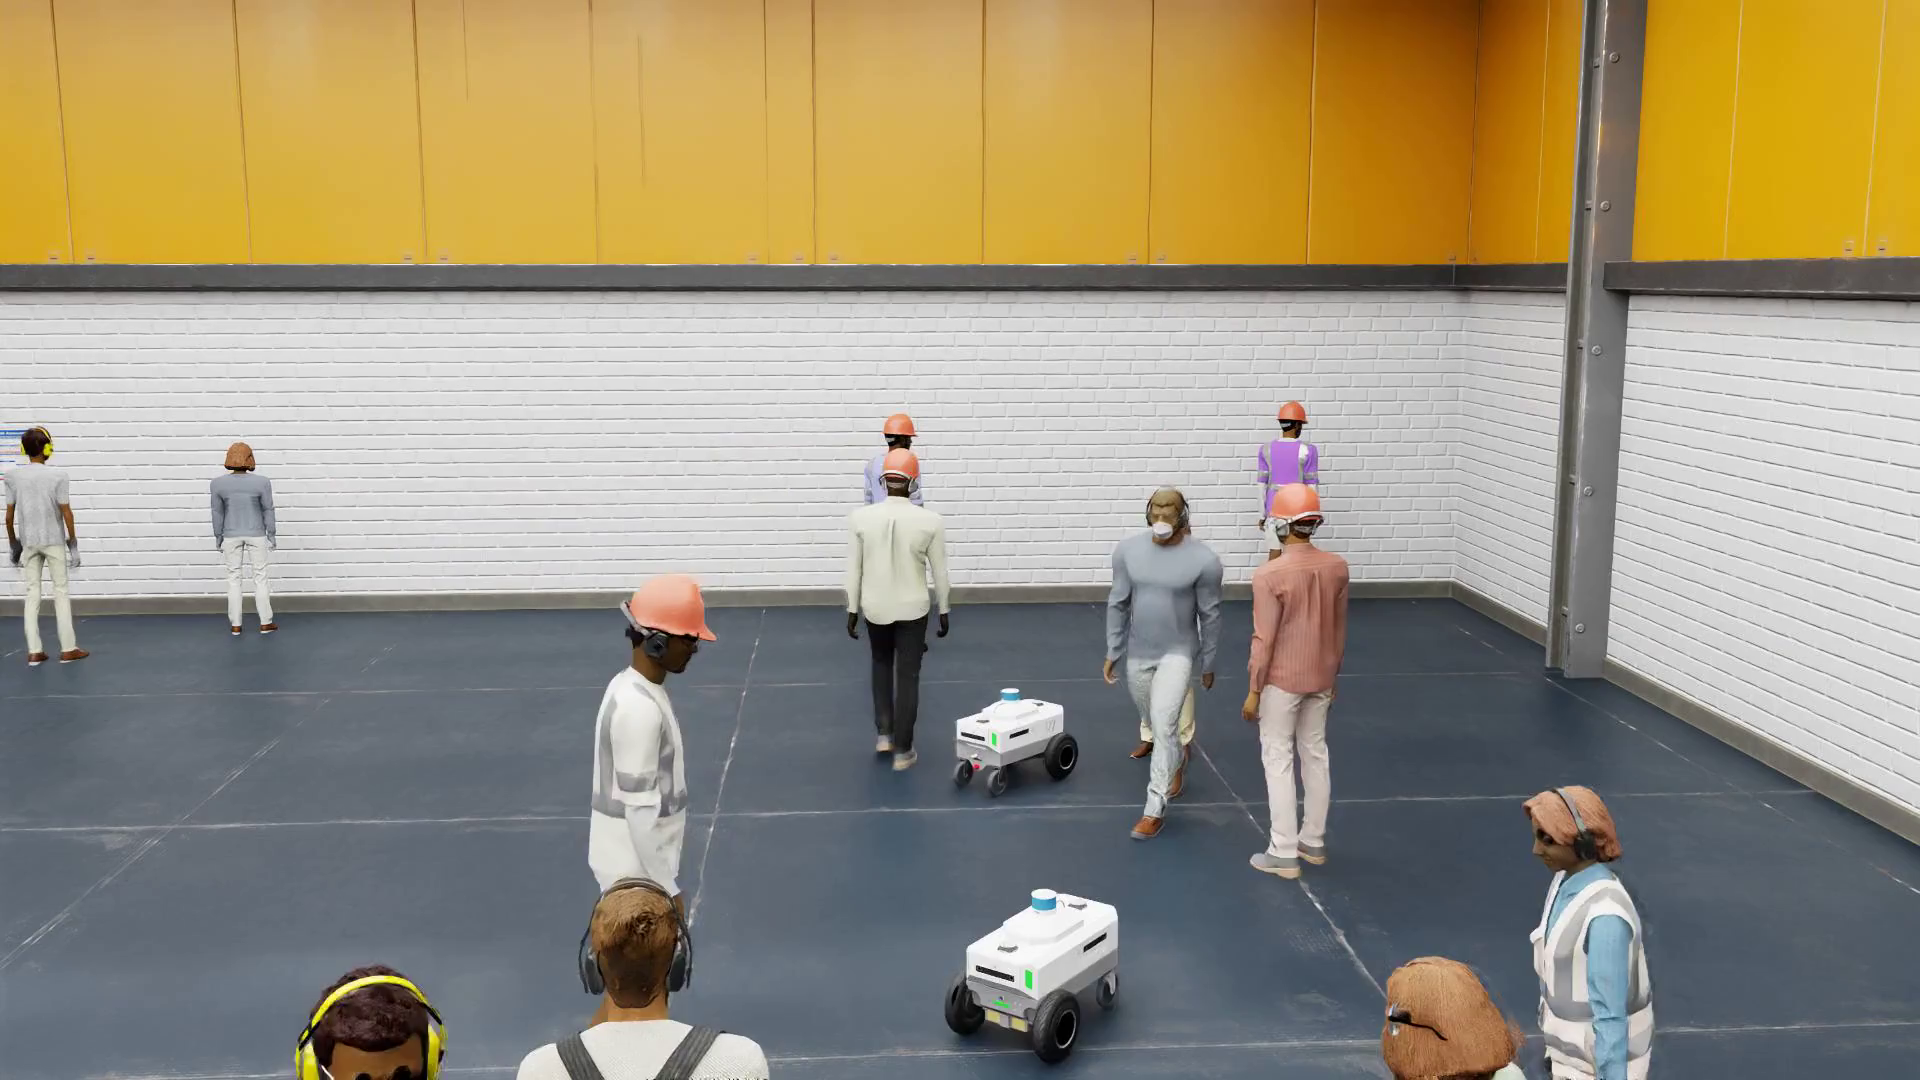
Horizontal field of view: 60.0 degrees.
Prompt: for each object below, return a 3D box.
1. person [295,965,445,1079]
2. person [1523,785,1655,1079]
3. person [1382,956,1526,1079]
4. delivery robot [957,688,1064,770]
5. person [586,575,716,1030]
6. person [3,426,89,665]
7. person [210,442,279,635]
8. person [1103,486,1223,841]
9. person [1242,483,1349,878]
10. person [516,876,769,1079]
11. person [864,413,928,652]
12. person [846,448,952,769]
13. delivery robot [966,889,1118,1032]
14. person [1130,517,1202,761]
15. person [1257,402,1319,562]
[{"bbox_3d":[-1.082,1.647,3.062,0.616,1.872,0.552,-4,10,-26],"label":"person"},{"bbox_3d":[1.795,1.485,4.678,0.474,1.618,0.548,1,9,9],"label":"person"},{"bbox_3d":[1.093,1.673,3.518,0.518,1.612,0.458,-9,13,-43],"label":"person"},{"bbox_3d":[0.301,1.133,9.956,0.477,0.478,0.707,8,12,40],"label":"delivery robot"},{"bbox_3d":[-1.128,1.134,5.742,0.608,2.004,0.846,-1,9,-8],"label":"person"},{"bbox_3d":[-7.157,0.044,12.995,0.532,1.868,0.322,-1,9,-4],"label":"person"},{"bbox_3d":[-6.043,-0.012,14.064,0.504,1.633,0.279,-2,9,-12],"label":"person"},{"bbox_3d":[1.162,0.624,9.269,0.624,1.905,1.007,5,10,29],"label":"person"},{"bbox_3d":[1.700,0.707,8.448,0.624,1.993,0.448,-6,11,-31],"label":"person"},{"bbox_3d":[-0.634,1.589,3.404,0.503,1.838,0.347,0,9,0],"label":"person"},{"bbox_3d":[-0.502,-0.049,13.353,0.550,1.933,0.375,6,11,35],"label":"person"},{"bbox_3d":[-0.363,0.409,10.349,0.647,1.970,0.604,2,9,10],"label":"person"},{"bbox_3d":[0.339,1.649,6.691,0.477,0.478,0.707,7,12,35],"label":"delivery robot"},{"bbox_3d":[1.301,0.574,10.382,0.500,1.636,0.286,4,10,25],"label":"person"},{"bbox_3d":[2.882,-0.244,14.594,0.542,1.931,0.375,5,10,27],"label":"person"}]
